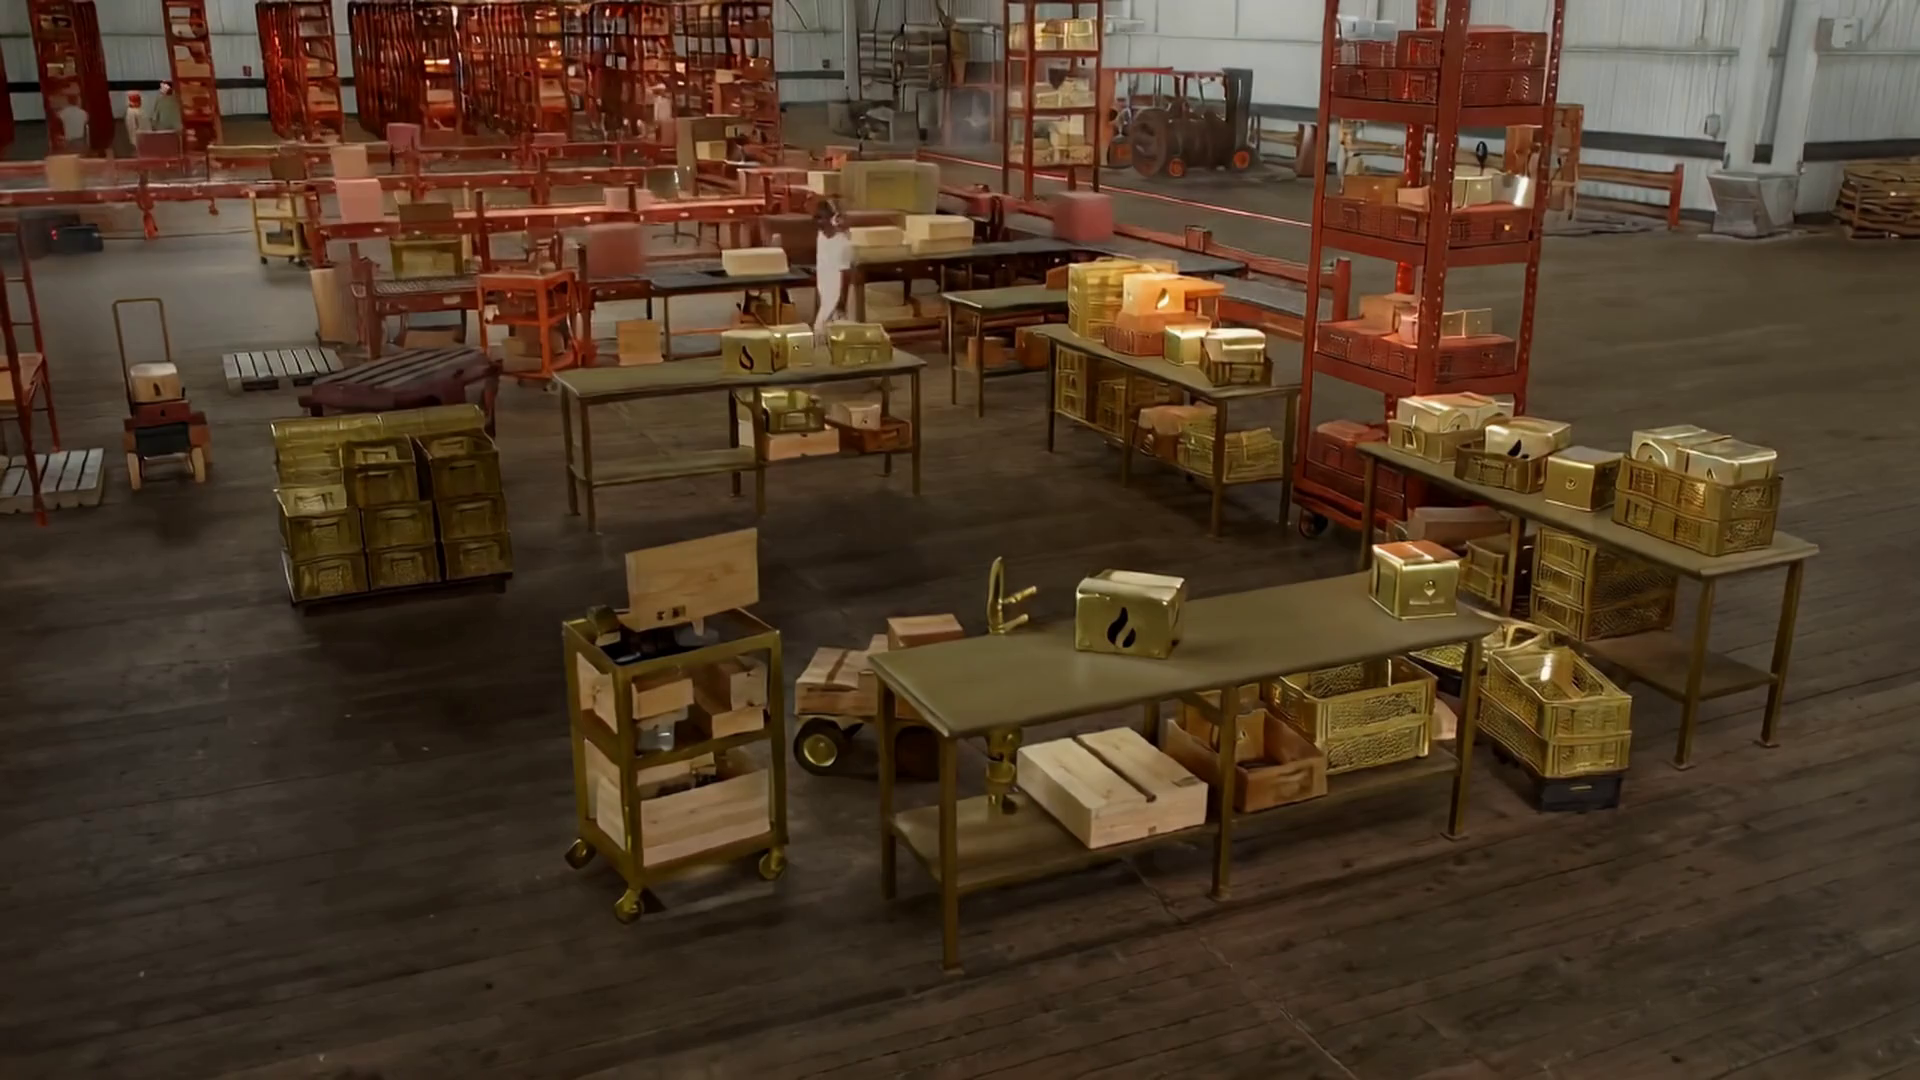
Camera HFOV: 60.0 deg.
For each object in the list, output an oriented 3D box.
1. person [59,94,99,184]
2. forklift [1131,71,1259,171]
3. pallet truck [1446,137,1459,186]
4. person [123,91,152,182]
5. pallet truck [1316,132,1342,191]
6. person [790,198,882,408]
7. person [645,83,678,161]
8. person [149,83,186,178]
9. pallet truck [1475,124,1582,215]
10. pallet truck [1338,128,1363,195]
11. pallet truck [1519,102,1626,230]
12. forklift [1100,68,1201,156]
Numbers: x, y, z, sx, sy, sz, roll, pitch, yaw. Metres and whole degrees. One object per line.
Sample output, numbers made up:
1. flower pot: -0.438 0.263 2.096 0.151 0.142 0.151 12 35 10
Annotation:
1. person: -17.729 -8.034 33.391 0.569 1.807 0.922 -2 18 -6
2. forklift: 4.998 -8.936 35.413 2.680 1.987 1.157 -9 20 -25
3. pallet truck: 9.184 -6.485 29.328 1.630 1.274 0.653 -8 19 -23
4. person: -15.925 -7.724 32.270 0.512 1.897 0.651 -3 18 -9
5. pallet truck: 7.723 -7.504 32.656 1.601 1.201 0.680 -8 19 -23
6. person: -1.053 -2.102 14.685 0.942 1.826 0.528 -14 22 -37
7. person: -6.963 -9.758 38.850 0.911 1.792 0.603 -6 19 -18
8. person: -16.689 -8.620 35.058 1.011 1.925 0.731 7 19 21
9. pallet truck: 9.707 -6.455 28.103 1.885 1.965 0.823 -7 19 -20
10. pallet truck: 7.845 -7.140 31.411 1.522 1.261 0.704 -9 20 -25
11. pallet truck: 9.972 -6.037 26.785 1.885 1.965 0.823 -9 20 -25
12. forklift: 4.082 -9.564 37.410 2.680 1.987 1.157 -8 19 -23
